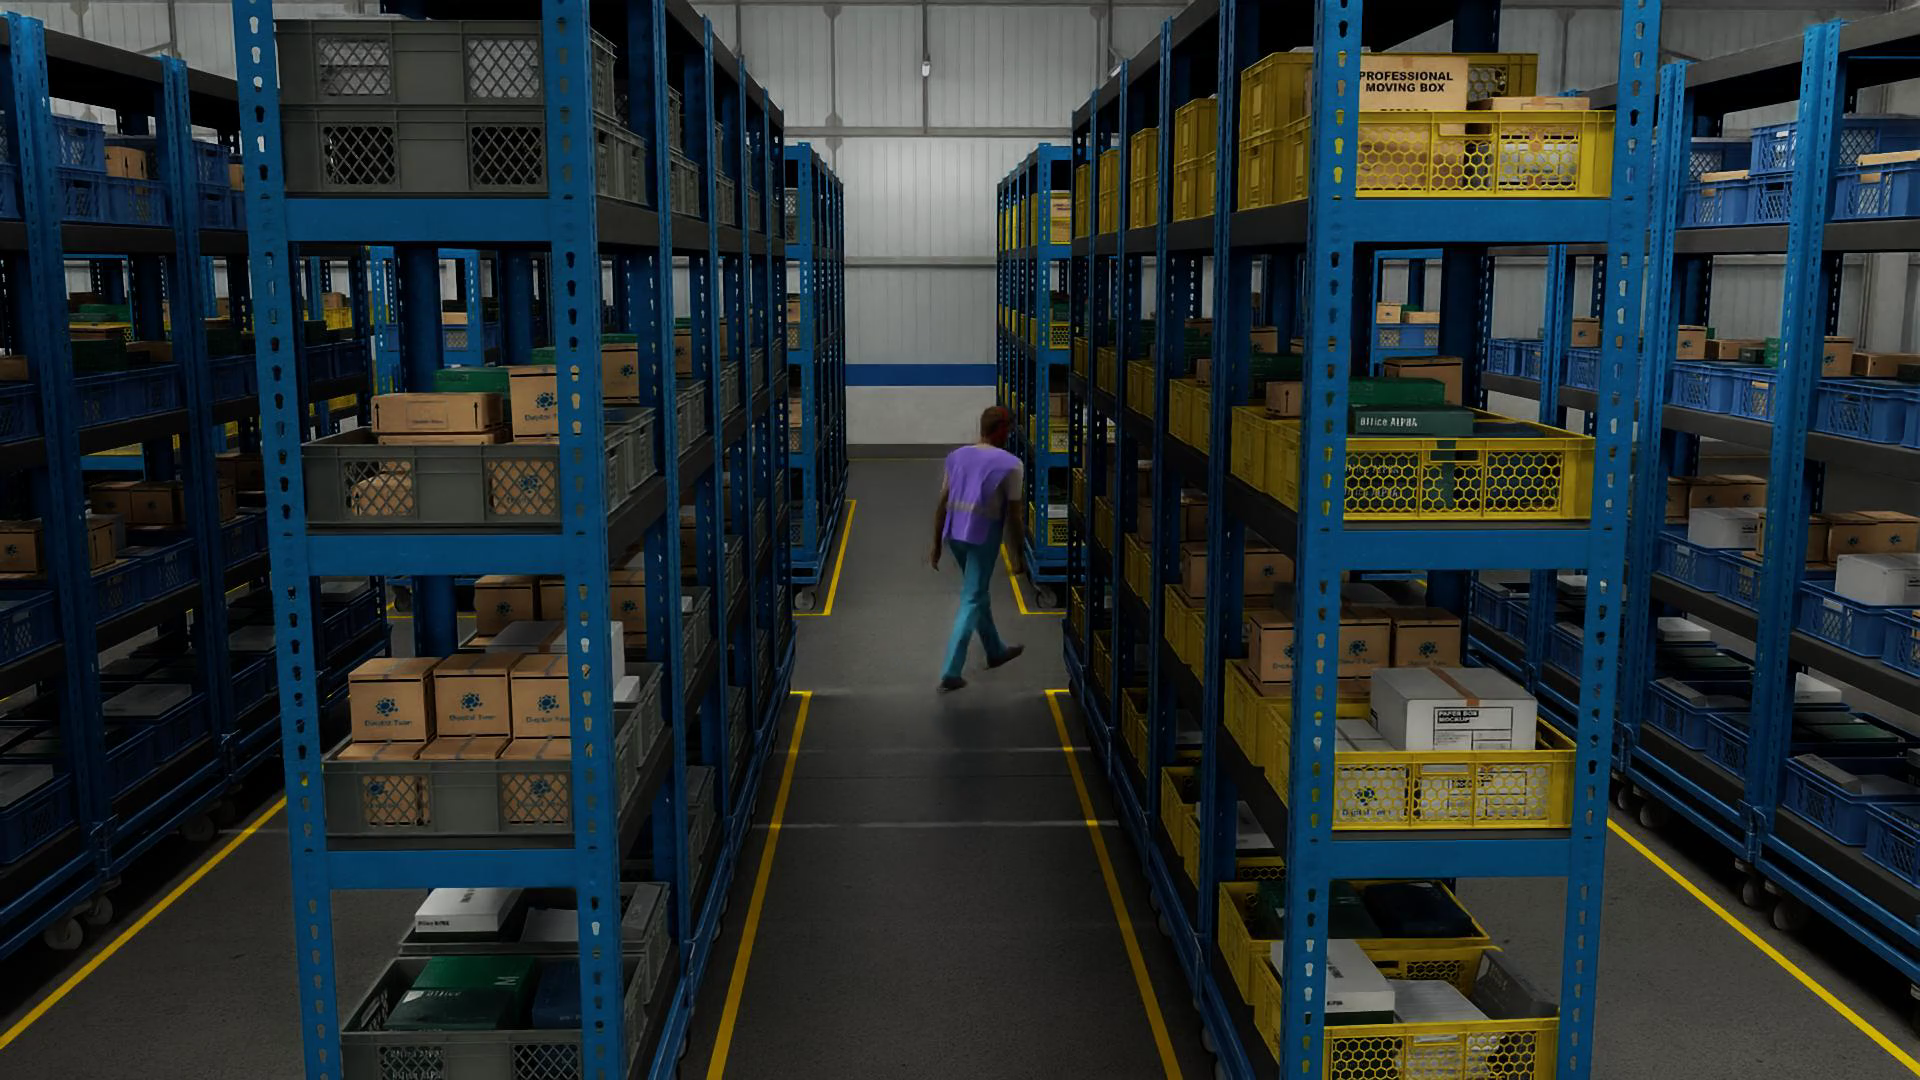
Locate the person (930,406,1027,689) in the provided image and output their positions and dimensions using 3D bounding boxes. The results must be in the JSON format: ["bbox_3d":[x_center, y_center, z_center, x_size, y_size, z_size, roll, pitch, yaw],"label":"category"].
[{"bbox_3d":[0.142,0.037,10.733,0.607,1.784,0.995,7,12,38],"label":"person"}]
